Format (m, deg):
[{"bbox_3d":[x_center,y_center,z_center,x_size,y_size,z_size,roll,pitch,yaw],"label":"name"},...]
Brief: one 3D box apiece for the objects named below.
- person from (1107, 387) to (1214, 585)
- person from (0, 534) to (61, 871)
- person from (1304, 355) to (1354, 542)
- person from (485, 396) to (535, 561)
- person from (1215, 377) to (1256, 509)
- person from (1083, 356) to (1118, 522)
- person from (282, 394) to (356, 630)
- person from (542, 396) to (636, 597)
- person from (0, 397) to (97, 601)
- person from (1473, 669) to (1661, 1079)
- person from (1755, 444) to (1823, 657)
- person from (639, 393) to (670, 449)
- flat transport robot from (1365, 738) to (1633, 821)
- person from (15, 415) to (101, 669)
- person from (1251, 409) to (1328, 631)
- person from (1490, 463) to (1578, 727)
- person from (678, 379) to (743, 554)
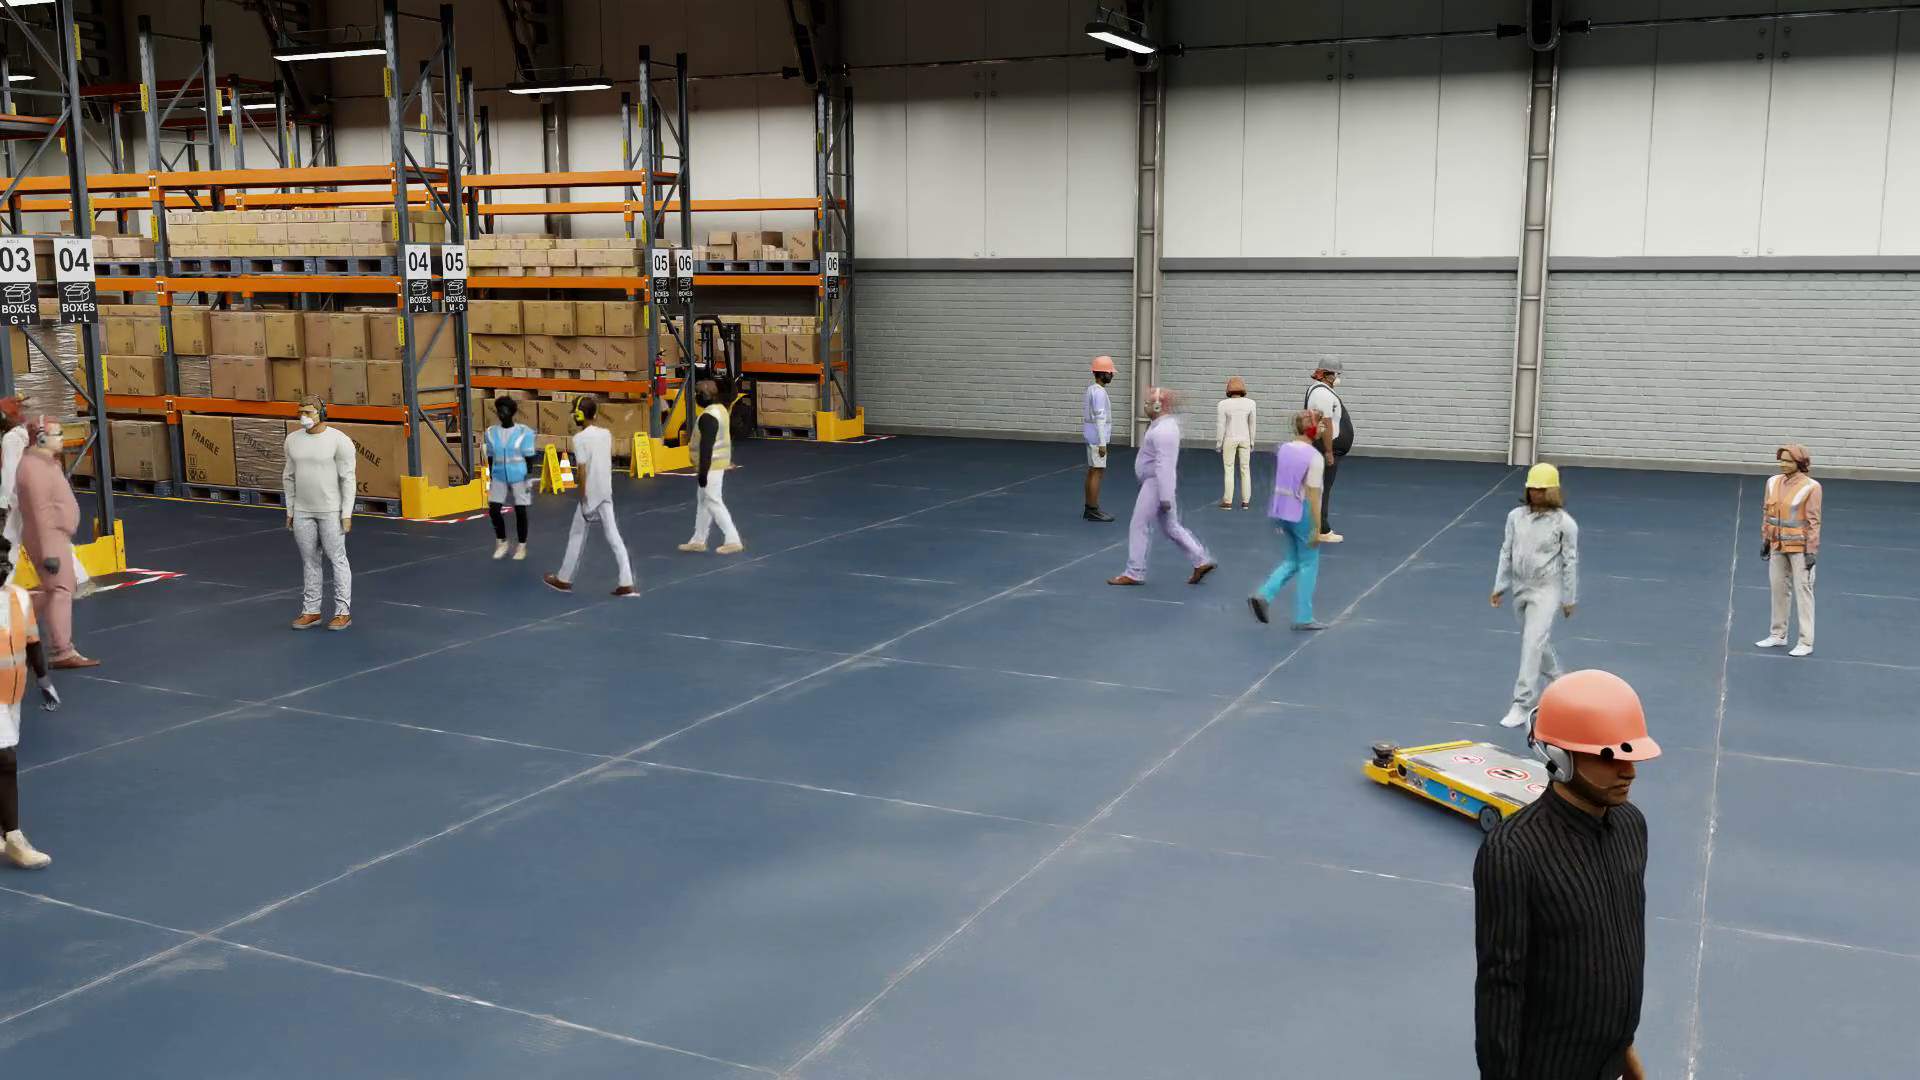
[{"bbox_3d":[1.896,-0.492,15.457,0.925,1.871,0.639,3,10,16],"label":"person"},{"bbox_3d":[-4.707,0.788,8.226,0.698,1.668,0.540,2,9,10],"label":"person"},{"bbox_3d":[4.004,-1.009,18.098,0.535,2.000,0.673,0,9,0],"label":"person"},{"bbox_3d":[-4.528,-0.609,16.747,0.540,1.681,0.431,1,9,5],"label":"person"},{"bbox_3d":[3.388,-1.189,20.447,0.499,1.633,0.279,-2,9,-9],"label":"person"},{"bbox_3d":[1.650,-1.185,19.493,0.375,1.935,0.551,-1,9,-5],"label":"person"},{"bbox_3d":[-5.240,-0.226,13.610,0.630,1.940,0.373,2,9,11],"label":"person"},{"bbox_3d":[-3.339,-0.394,15.040,0.993,1.812,0.537,6,11,32],"label":"person"},{"bbox_3d":[-8.238,-0.357,14.753,0.984,1.833,0.577,-4,10,-24],"label":"person"},{"bbox_3d":[1.502,1.292,4.133,0.618,1.994,0.380,-7,12,-37],"label":"person"},{"bbox_3d":[6.370,0.072,12.753,0.322,1.627,0.528,-3,10,-17],"label":"person"},{"bbox_3d":[-4.844,-2.326,26.449,0.610,1.942,0.654,5,10,26],"label":"person"},{"bbox_3d":[2.917,1.346,9.073,0.652,0.197,1.431,-4,10,-23],"label":"flat transport robot"},{"bbox_3d":[-6.744,0.029,12.197,0.571,1.896,0.645,-5,10,-27],"label":"person"},{"bbox_3d":[2.714,-0.153,13.487,0.551,1.829,0.581,-4,10,-22],"label":"person"},{"bbox_3d":[3.823,0.325,10.953,0.881,1.702,0.486,-7,12,-36],"label":"person"},{"bbox_3d":[-2.592,-0.755,17.238,0.638,1.836,0.635,0,9,2],"label":"person"}]
